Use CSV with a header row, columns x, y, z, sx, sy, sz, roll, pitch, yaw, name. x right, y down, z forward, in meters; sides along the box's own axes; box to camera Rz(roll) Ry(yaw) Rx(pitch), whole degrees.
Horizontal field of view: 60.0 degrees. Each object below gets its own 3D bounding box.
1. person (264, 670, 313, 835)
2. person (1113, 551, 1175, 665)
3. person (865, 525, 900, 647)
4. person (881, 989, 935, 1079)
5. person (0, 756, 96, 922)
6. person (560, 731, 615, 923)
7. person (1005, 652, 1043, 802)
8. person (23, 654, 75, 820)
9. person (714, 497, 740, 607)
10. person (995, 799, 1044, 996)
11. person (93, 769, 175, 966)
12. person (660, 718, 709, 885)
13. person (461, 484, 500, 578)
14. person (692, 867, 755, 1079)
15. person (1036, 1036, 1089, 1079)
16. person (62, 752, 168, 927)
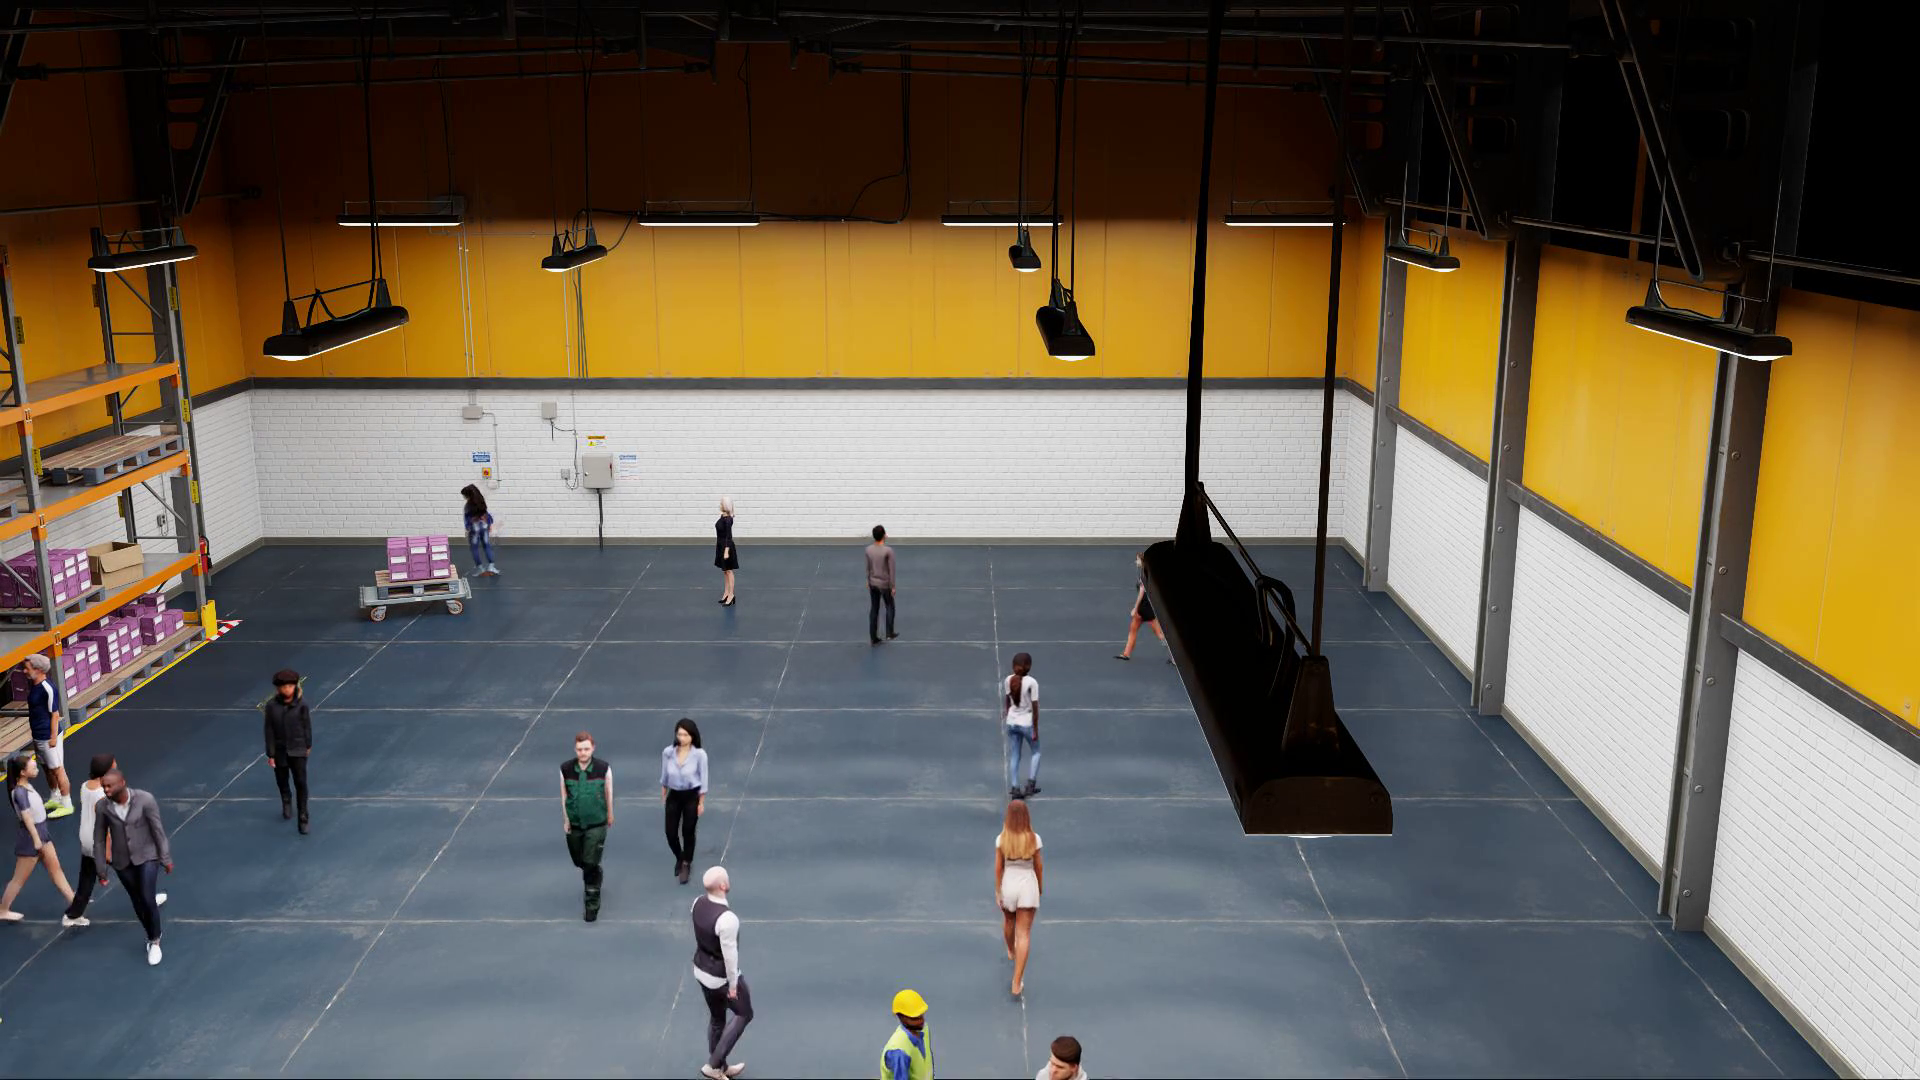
x,y,z,sx,sy,sz,roll,pitch,yaw,name
-7.208,2.220,17.813,0.902,1.756,1.204,-5,15,-20,person
2.697,0.988,23.175,0.793,1.628,1.169,3,14,11,person
-1.207,0.683,24.181,0.880,1.748,0.978,4,14,16,person
-0.402,3.812,11.171,0.917,1.787,1.023,4,14,17,person
-8.802,2.837,15.593,0.904,1.603,1.078,-5,14,-18,person
-3.557,2.665,15.861,0.610,1.810,1.071,0,14,0,person
0.647,2.095,18.425,0.773,1.711,0.838,8,16,30,person
-9.941,2.107,18.105,0.720,1.839,0.766,12,18,40,person
-3.709,0.164,26.321,0.739,1.748,0.627,-6,15,-22,person
0.506,3.107,14.381,0.679,1.649,1.152,2,14,8,person
-7.425,2.878,15.038,0.842,1.784,0.901,-3,14,-12,person
-2.694,2.559,16.476,0.663,1.727,0.648,2,14,8,person
-8.057,-0.171,27.990,0.755,1.613,0.841,-11,17,-38,person
-1.919,3.398,12.827,0.862,1.814,0.920,13,19,42,person
0.715,3.939,10.540,0.973,1.839,0.919,-11,17,-37,person
-8.036,2.837,15.504,1.068,1.644,1.262,9,16,32,person
